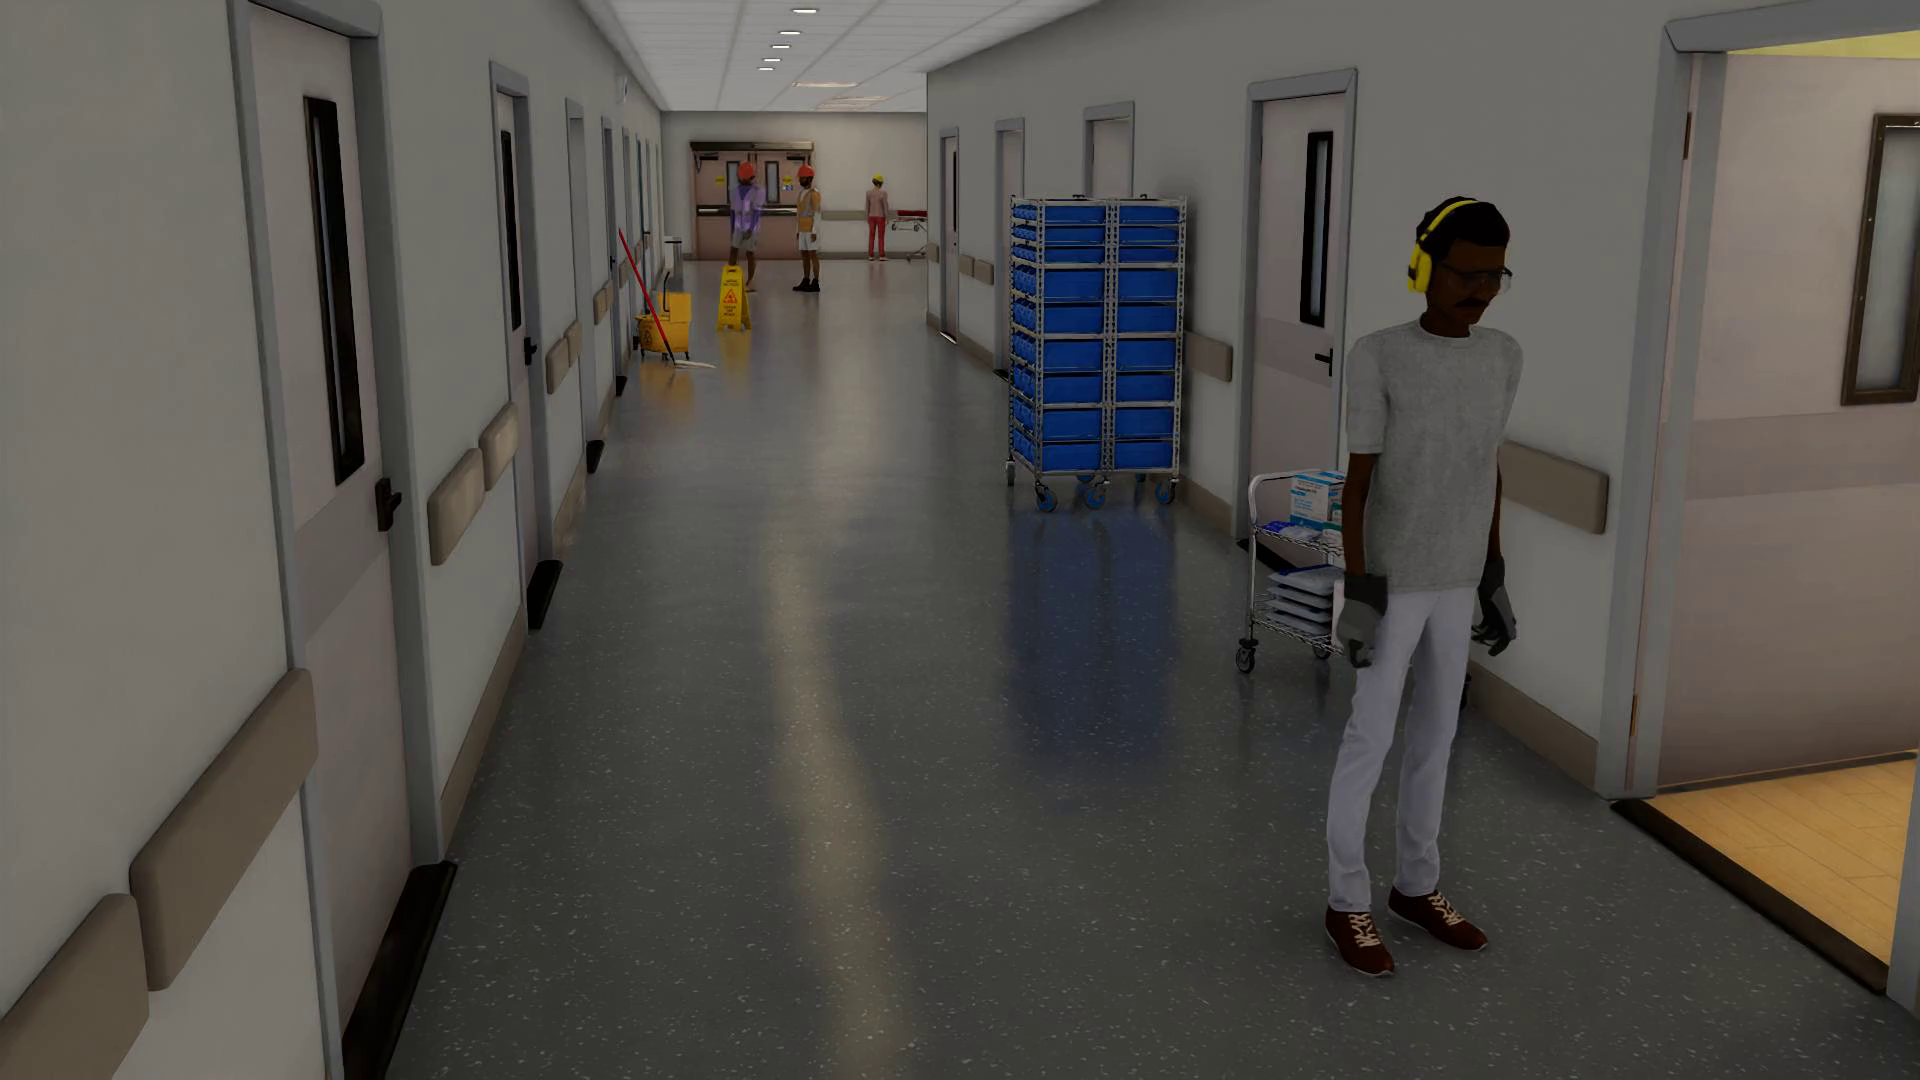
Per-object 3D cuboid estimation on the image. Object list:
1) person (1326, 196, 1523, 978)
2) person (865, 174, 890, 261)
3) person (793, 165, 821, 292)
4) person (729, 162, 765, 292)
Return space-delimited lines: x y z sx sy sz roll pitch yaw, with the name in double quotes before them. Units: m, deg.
"person" 1.140 0.118 4.025 0.521 1.865 0.336 -5 14 -23
"person" -1.683 -6.607 34.108 0.533 1.767 0.326 7 14 28
"person" -2.373 -4.821 25.783 0.349 1.942 0.545 -10 16 -37
"person" -3.290 -4.752 25.389 0.649 1.980 0.747 5 14 23
